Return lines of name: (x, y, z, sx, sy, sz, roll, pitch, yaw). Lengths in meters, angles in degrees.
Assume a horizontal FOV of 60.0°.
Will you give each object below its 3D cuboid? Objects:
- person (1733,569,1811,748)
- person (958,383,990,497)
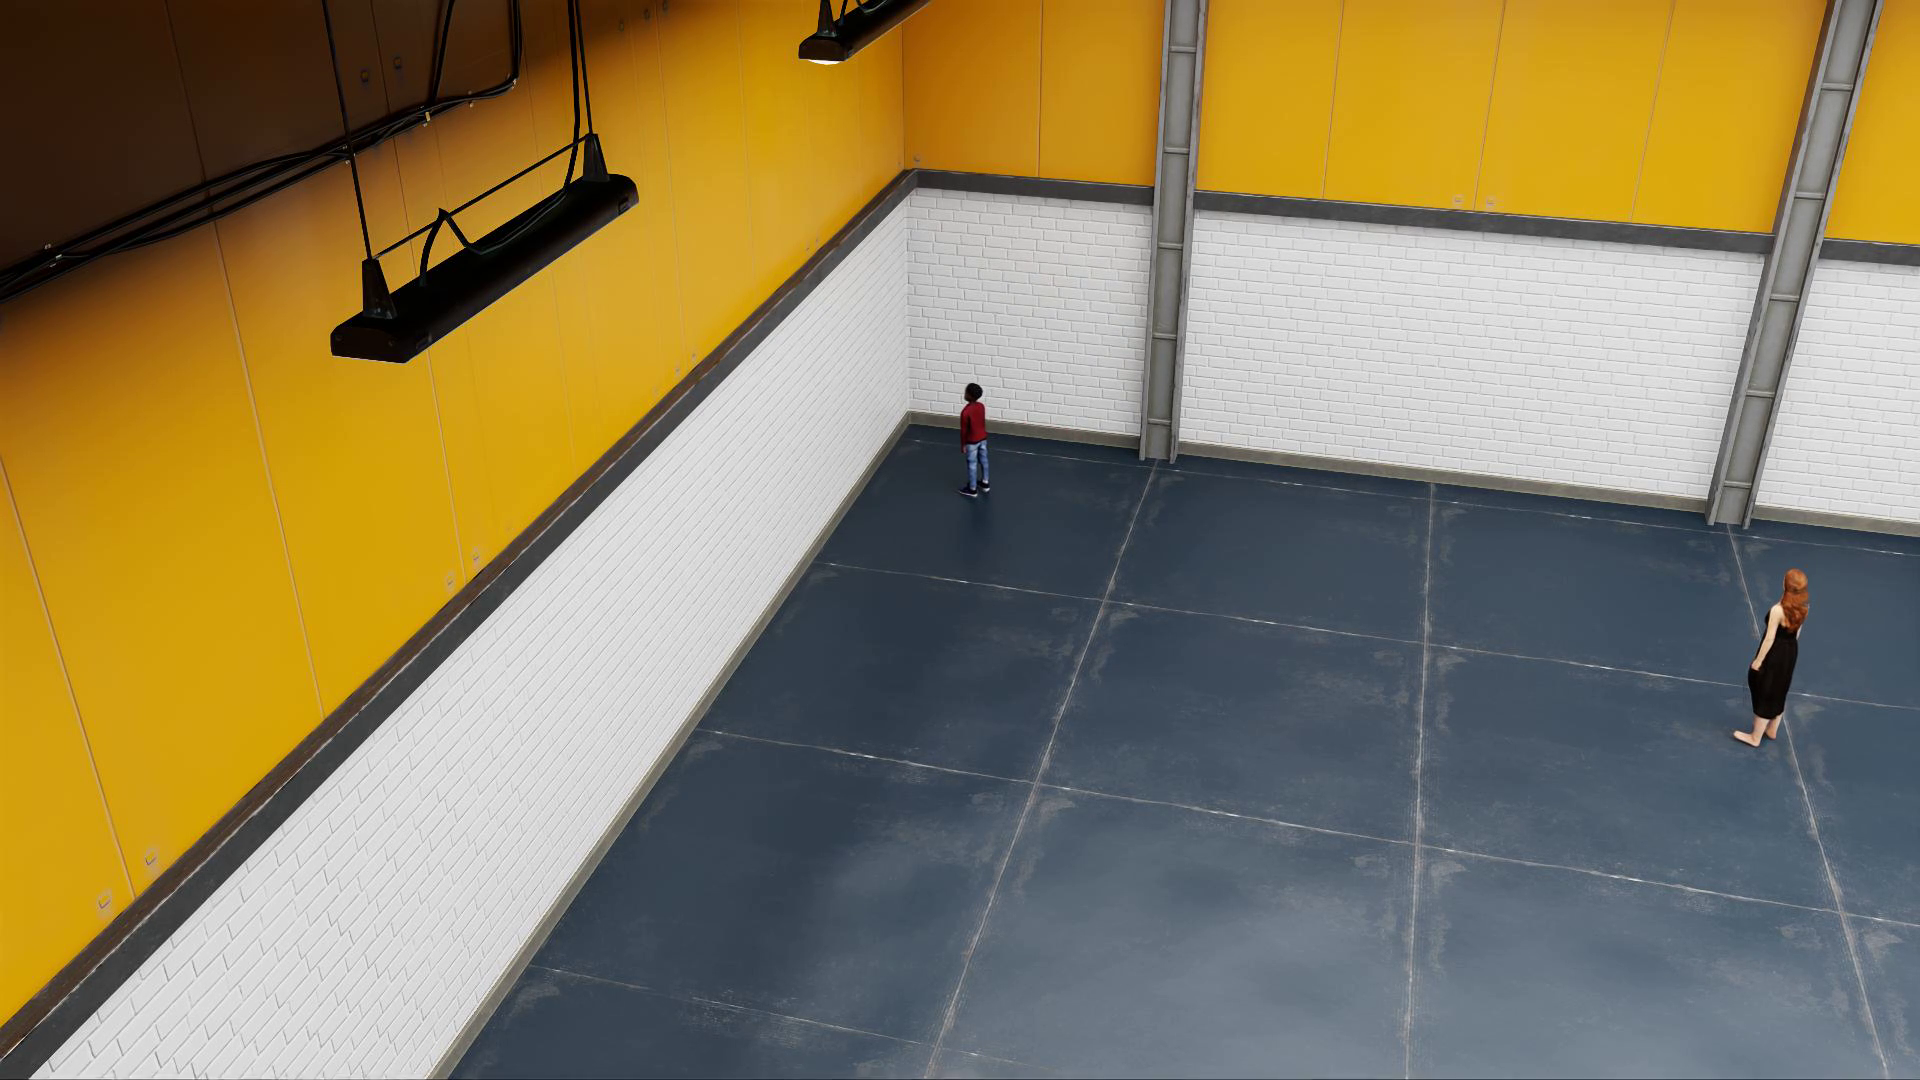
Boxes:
person: (6.692, 0.959, 13.608, 0.664, 1.626, 0.732, -13, 31, -22)
person: (0.166, -1.086, 17.750, 0.613, 1.250, 0.586, 25, 37, 37)
